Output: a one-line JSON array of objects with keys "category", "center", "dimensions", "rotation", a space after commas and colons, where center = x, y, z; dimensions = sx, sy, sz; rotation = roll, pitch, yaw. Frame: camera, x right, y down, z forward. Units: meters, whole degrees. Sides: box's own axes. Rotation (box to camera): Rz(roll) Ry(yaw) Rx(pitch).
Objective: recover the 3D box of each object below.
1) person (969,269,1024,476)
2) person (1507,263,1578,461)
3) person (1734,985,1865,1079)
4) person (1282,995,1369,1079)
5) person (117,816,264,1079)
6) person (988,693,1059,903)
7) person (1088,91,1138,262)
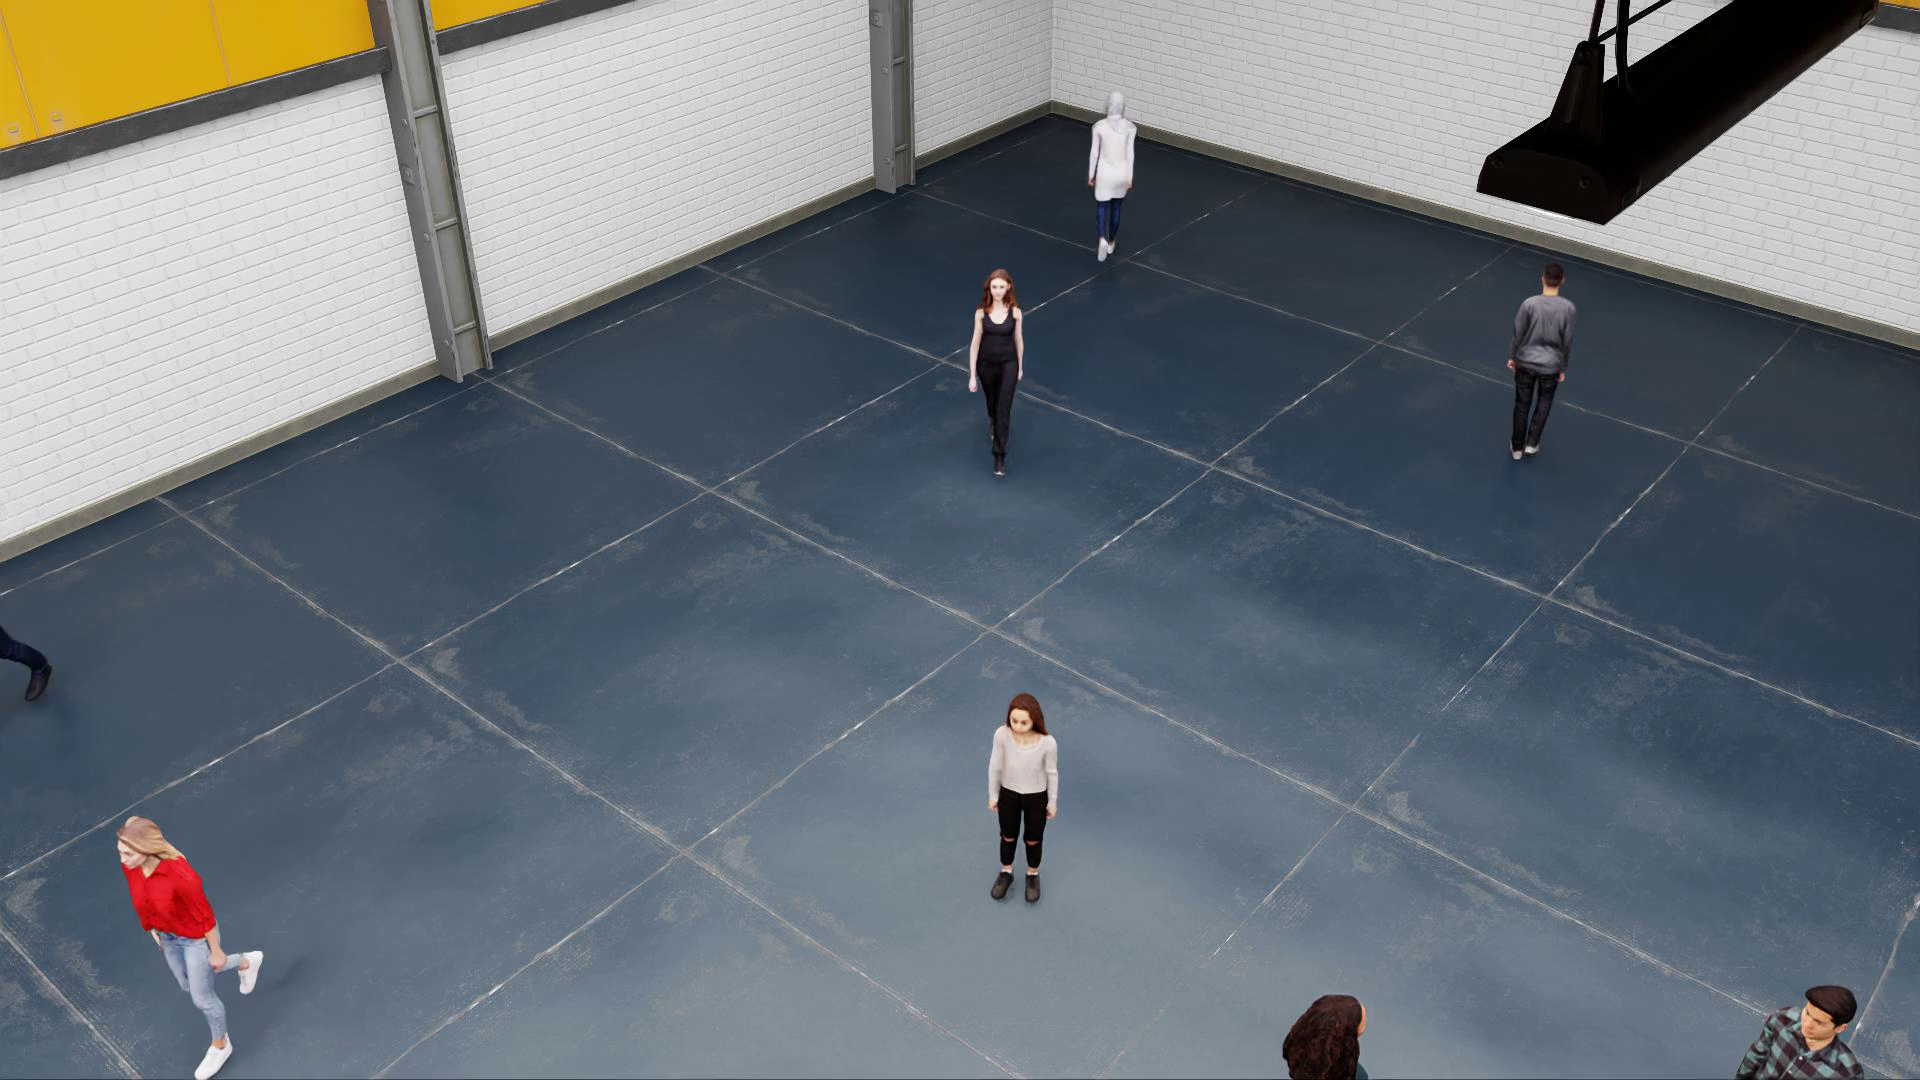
[{"category": "person", "center": [0.309, -1.484, 13.857], "dimensions": [1.056, 1.695, 1.218], "rotation": [2, 34, 3]}, {"category": "person", "center": [4.769, -1.424, 13.711], "dimensions": [0.724, 1.756, 0.718], "rotation": [10, 35, 15]}, {"category": "person", "center": [3.843, 2.682, 7.812], "dimensions": [0.659, 1.715, 0.738], "rotation": [-17, 37, -24]}, {"category": "person", "center": [1.657, 2.685, 7.655], "dimensions": [0.739, 1.617, 0.705], "rotation": [-11, 35, -16]}, {"category": "person", "center": [-3.937, 2.009, 8.607], "dimensions": [0.825, 1.689, 0.999], "rotation": [10, 35, 15]}, {"category": "person", "center": [0.367, 1.470, 9.603], "dimensions": [0.617, 1.484, 0.621], "rotation": [6, 34, 9]}, {"category": "person", "center": [1.566, -3.700, 17.135], "dimensions": [0.959, 1.758, 1.077], "rotation": [2, 34, 3]}]
